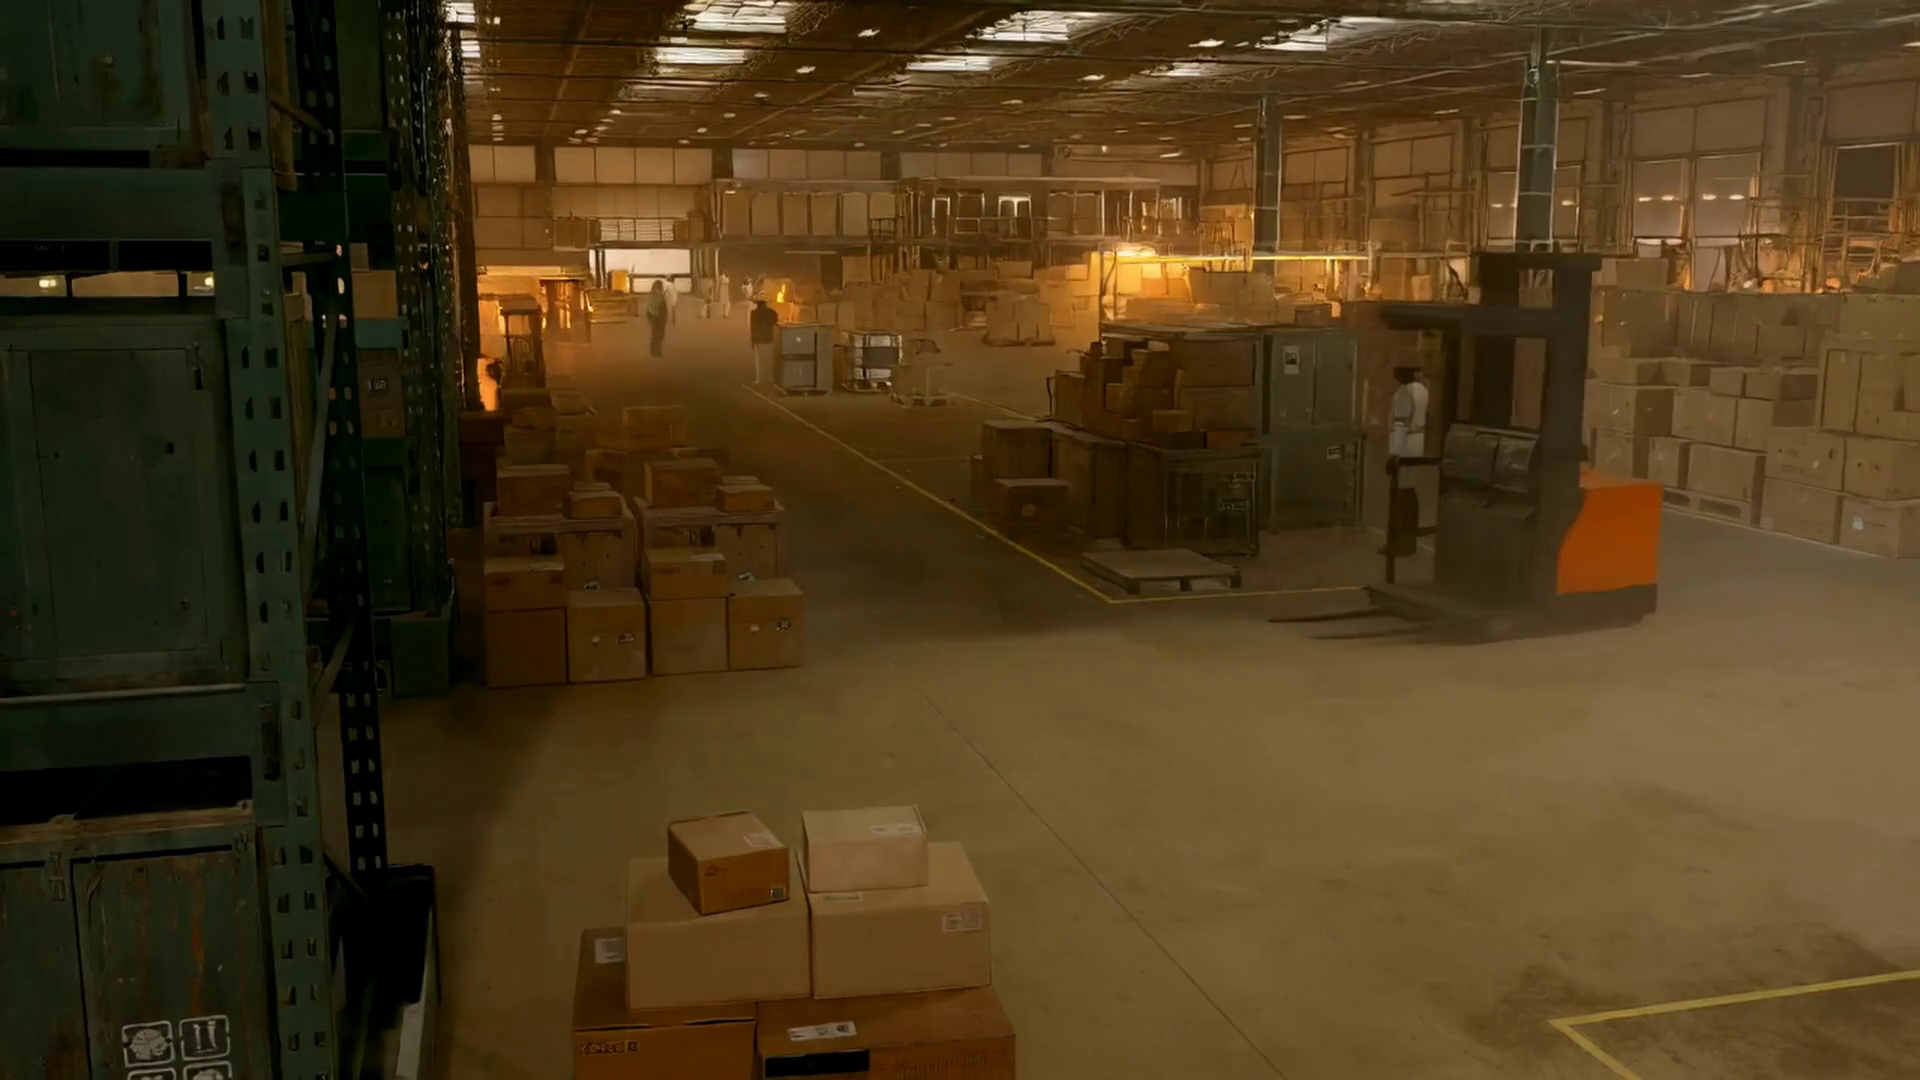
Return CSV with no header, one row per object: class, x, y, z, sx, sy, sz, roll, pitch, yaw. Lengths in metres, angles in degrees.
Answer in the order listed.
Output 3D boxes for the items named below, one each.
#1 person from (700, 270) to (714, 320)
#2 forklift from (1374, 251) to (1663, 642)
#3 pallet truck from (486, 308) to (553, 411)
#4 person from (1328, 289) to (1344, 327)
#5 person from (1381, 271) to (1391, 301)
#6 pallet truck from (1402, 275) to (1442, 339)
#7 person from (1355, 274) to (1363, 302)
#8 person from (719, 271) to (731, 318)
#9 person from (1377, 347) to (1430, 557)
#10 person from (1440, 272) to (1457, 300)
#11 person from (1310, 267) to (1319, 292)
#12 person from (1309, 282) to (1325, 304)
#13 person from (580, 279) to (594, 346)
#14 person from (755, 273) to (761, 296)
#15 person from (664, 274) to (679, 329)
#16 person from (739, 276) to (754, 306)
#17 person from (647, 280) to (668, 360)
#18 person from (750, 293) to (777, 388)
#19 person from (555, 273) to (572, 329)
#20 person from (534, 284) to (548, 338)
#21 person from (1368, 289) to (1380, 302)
person,-9.871,-9.560,64.954,0.602,1.952,0.434,6,12,30
forklift,4.299,-0.777,12.572,1.873,2.768,1.129,-4,11,-24
pallet truck,-6.242,-2.418,24.362,0.823,1.965,1.885,1,10,3
person,8.810,-4.914,38.828,0.355,1.883,0.575,-8,13,-38
person,19.990,-11.797,78.269,0.749,1.717,0.493,6,12,31
pallet truck,14.620,-7.324,52.145,0.823,1.965,1.885,8,13,40
person,15.348,-9.337,64.031,0.728,1.818,0.661,-7,12,-36
person,-9.459,-9.887,67.006,0.509,1.876,0.328,-4,11,-23
person,4.121,-0.816,15.450,0.349,1.942,0.545,7,12,36
person,19.708,-9.858,66.976,0.662,1.823,0.604,-1,10,-5
person,16.968,-12.097,79.445,0.978,1.908,0.620,5,11,27
person,11.852,-7.724,55.292,0.539,1.689,0.320,5,11,28
person,-10.795,-6.560,48.045,0.392,1.920,0.593,-1,10,-4
person,-7.331,-8.861,61.107,0.441,1.903,0.608,8,13,39
person,-10.029,-8.296,57.901,0.548,1.916,0.830,-3,11,-18
person,-8.081,-9.101,62.932,0.541,1.750,0.422,-3,10,-15
person,-7.613,-5.568,42.078,0.654,2.000,0.695,-3,10,-15
person,-3.962,-4.061,33.859,0.631,1.939,1.061,2,10,10
person,-13.775,-8.295,57.815,0.547,1.938,0.359,-3,11,-18
person,-13.192,-7.233,52.476,0.320,1.697,0.531,4,11,22
person,9.250,-4.687,37.453,0.394,1.919,0.581,3,11,18
